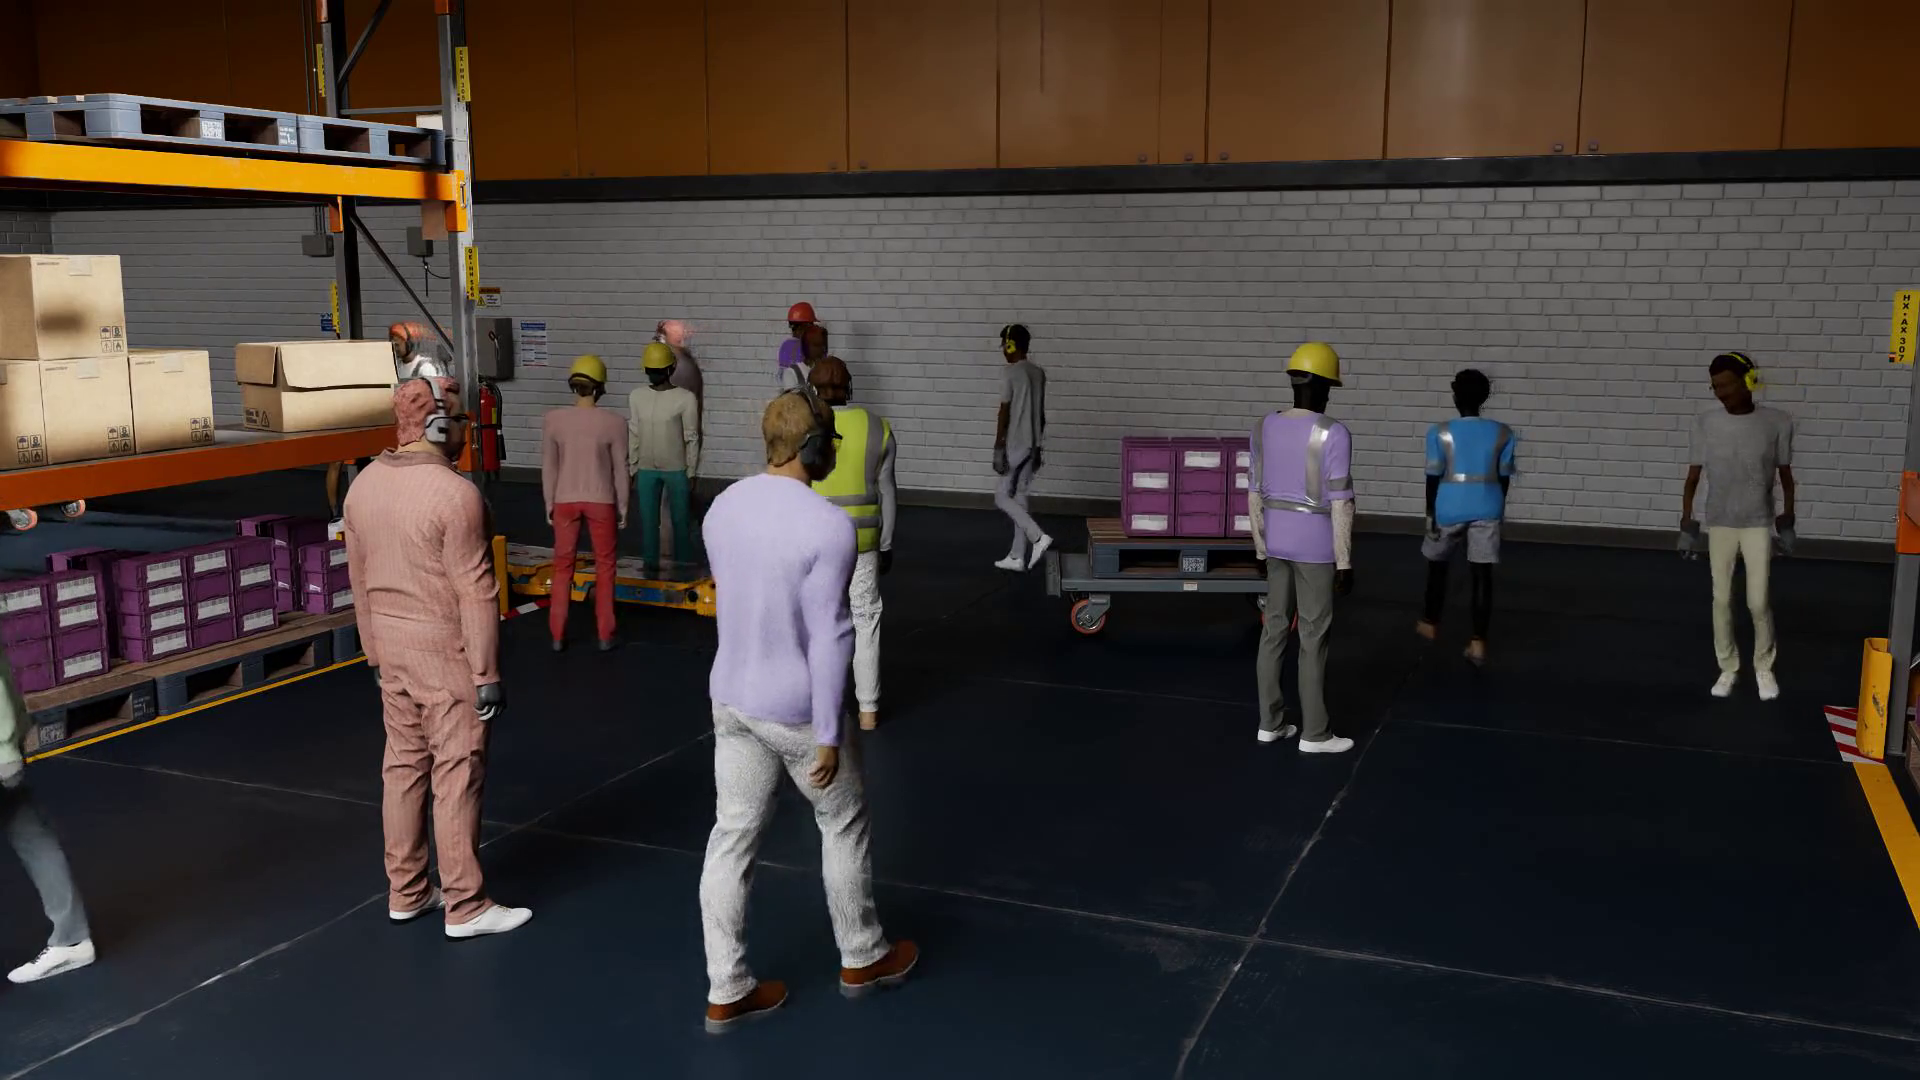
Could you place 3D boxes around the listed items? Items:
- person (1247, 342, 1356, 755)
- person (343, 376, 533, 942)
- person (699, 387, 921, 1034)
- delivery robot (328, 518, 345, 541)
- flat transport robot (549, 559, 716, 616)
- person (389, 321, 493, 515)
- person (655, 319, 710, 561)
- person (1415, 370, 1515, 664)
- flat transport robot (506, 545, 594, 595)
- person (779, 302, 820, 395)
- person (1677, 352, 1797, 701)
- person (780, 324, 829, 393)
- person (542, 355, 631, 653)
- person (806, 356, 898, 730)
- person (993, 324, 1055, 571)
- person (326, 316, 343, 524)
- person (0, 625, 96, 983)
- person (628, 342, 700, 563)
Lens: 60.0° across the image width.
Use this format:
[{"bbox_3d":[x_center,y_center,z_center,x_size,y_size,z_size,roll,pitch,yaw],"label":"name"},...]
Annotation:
[{"bbox_3d":[1.605,0.041,7.765,0.376,1.918,0.584,-8,12,-39],"label":"person"},{"bbox_3d":[-1.761,0.398,5.642,0.655,1.904,0.407,7,11,34],"label":"person"},{"bbox_3d":[-0.467,0.492,5.054,0.651,1.902,0.867,8,12,39],"label":"person"},{"bbox_3d":[-4.291,0.013,11.769,0.707,0.478,0.477,-4,10,-21],"label":"delivery robot"},{"bbox_3d":[-1.992,0.298,11.186,1.431,0.197,0.652,5,11,27],"label":"flat transport robot"},{"bbox_3d":[-4.191,-0.834,13.316,0.794,1.852,0.601,-7,11,-35],"label":"person"},{"bbox_3d":[-2.031,-0.668,12.162,0.709,1.881,0.675,0,9,2],"label":"person"},{"bbox_3d":[2.937,-0.155,9.691,0.540,1.663,0.814,1,9,4],"label":"person"},{"bbox_3d":[-3.251,0.185,11.872,1.431,0.197,0.652,6,11,31],"label":"flat transport robot"},{"bbox_3d":[-1.456,-1.203,15.239,0.377,1.938,0.547,-5,11,-28],"label":"person"},{"bbox_3d":[4.051,-0.064,8.677,0.544,1.823,0.499,5,11,29],"label":"person"},{"bbox_3d":[-1.065,-0.686,12.421,1.008,1.824,0.582,8,12,39],"label":"person"},{"bbox_3d":[-2.206,-0.209,9.823,0.530,1.747,0.423,0,9,2],"label":"person"},{"bbox_3d":[-0.614,0.029,8.082,0.625,1.841,0.429,-2,10,-13],"label":"person"},{"bbox_3d":[0.473,-0.667,12.292,0.574,1.840,0.575,8,13,41],"label":"person"},{"bbox_3d":[-5.277,-1.060,14.383,0.374,1.934,0.549,8,12,39],"label":"person"},{"bbox_3d":[-3.105,0.636,5.104,0.767,1.588,0.518,-7,12,-36],"label":"person"},{"bbox_3d":[-2.037,-0.473,11.367,0.522,1.760,0.330,2,10,13],"label":"person"}]
